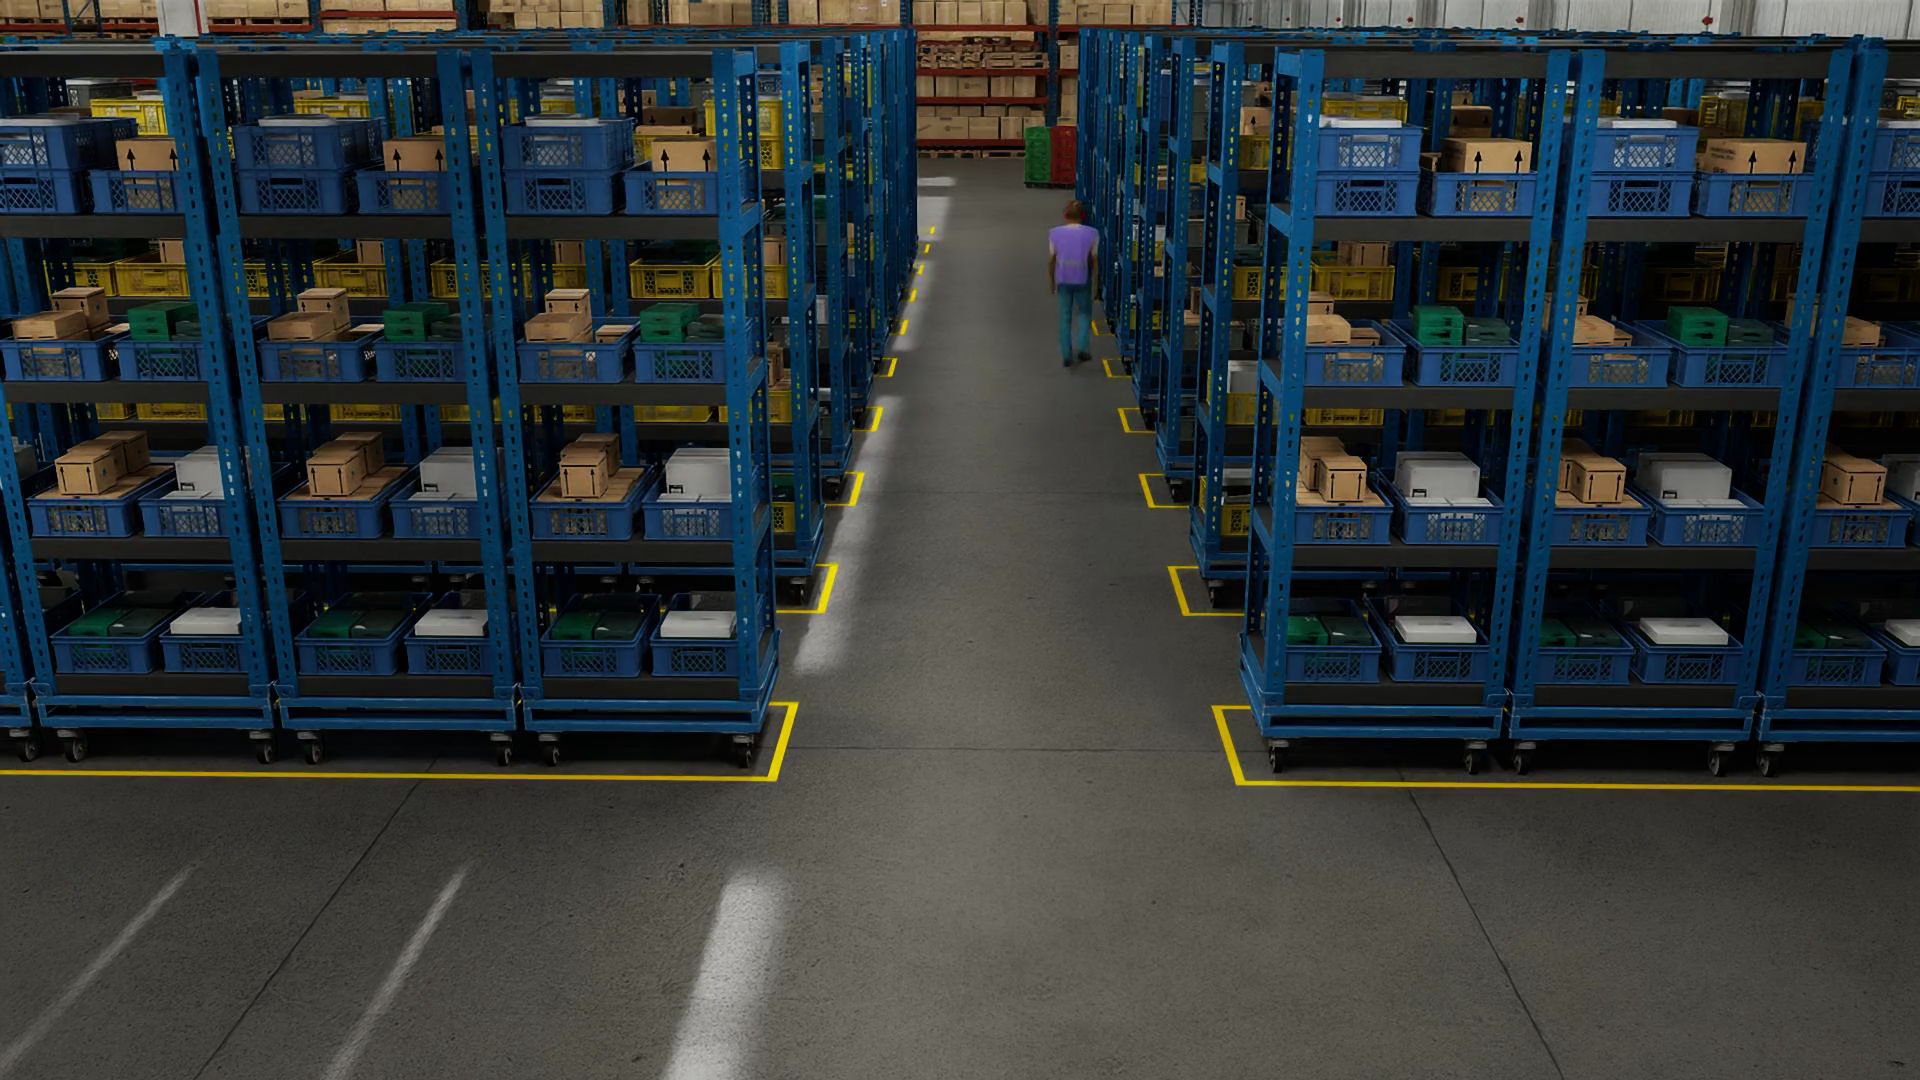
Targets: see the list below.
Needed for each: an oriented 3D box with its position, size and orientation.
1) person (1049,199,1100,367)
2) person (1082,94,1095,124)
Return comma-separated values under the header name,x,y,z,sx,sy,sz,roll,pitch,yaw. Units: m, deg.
name,x,y,z,sx,sy,sz,roll,pitch,yaw
person,1.285,-2.870,18.525,0.580,1.818,0.724,4,18,14
person,3.340,-10.484,42.536,0.607,1.987,0.413,-1,17,-4
